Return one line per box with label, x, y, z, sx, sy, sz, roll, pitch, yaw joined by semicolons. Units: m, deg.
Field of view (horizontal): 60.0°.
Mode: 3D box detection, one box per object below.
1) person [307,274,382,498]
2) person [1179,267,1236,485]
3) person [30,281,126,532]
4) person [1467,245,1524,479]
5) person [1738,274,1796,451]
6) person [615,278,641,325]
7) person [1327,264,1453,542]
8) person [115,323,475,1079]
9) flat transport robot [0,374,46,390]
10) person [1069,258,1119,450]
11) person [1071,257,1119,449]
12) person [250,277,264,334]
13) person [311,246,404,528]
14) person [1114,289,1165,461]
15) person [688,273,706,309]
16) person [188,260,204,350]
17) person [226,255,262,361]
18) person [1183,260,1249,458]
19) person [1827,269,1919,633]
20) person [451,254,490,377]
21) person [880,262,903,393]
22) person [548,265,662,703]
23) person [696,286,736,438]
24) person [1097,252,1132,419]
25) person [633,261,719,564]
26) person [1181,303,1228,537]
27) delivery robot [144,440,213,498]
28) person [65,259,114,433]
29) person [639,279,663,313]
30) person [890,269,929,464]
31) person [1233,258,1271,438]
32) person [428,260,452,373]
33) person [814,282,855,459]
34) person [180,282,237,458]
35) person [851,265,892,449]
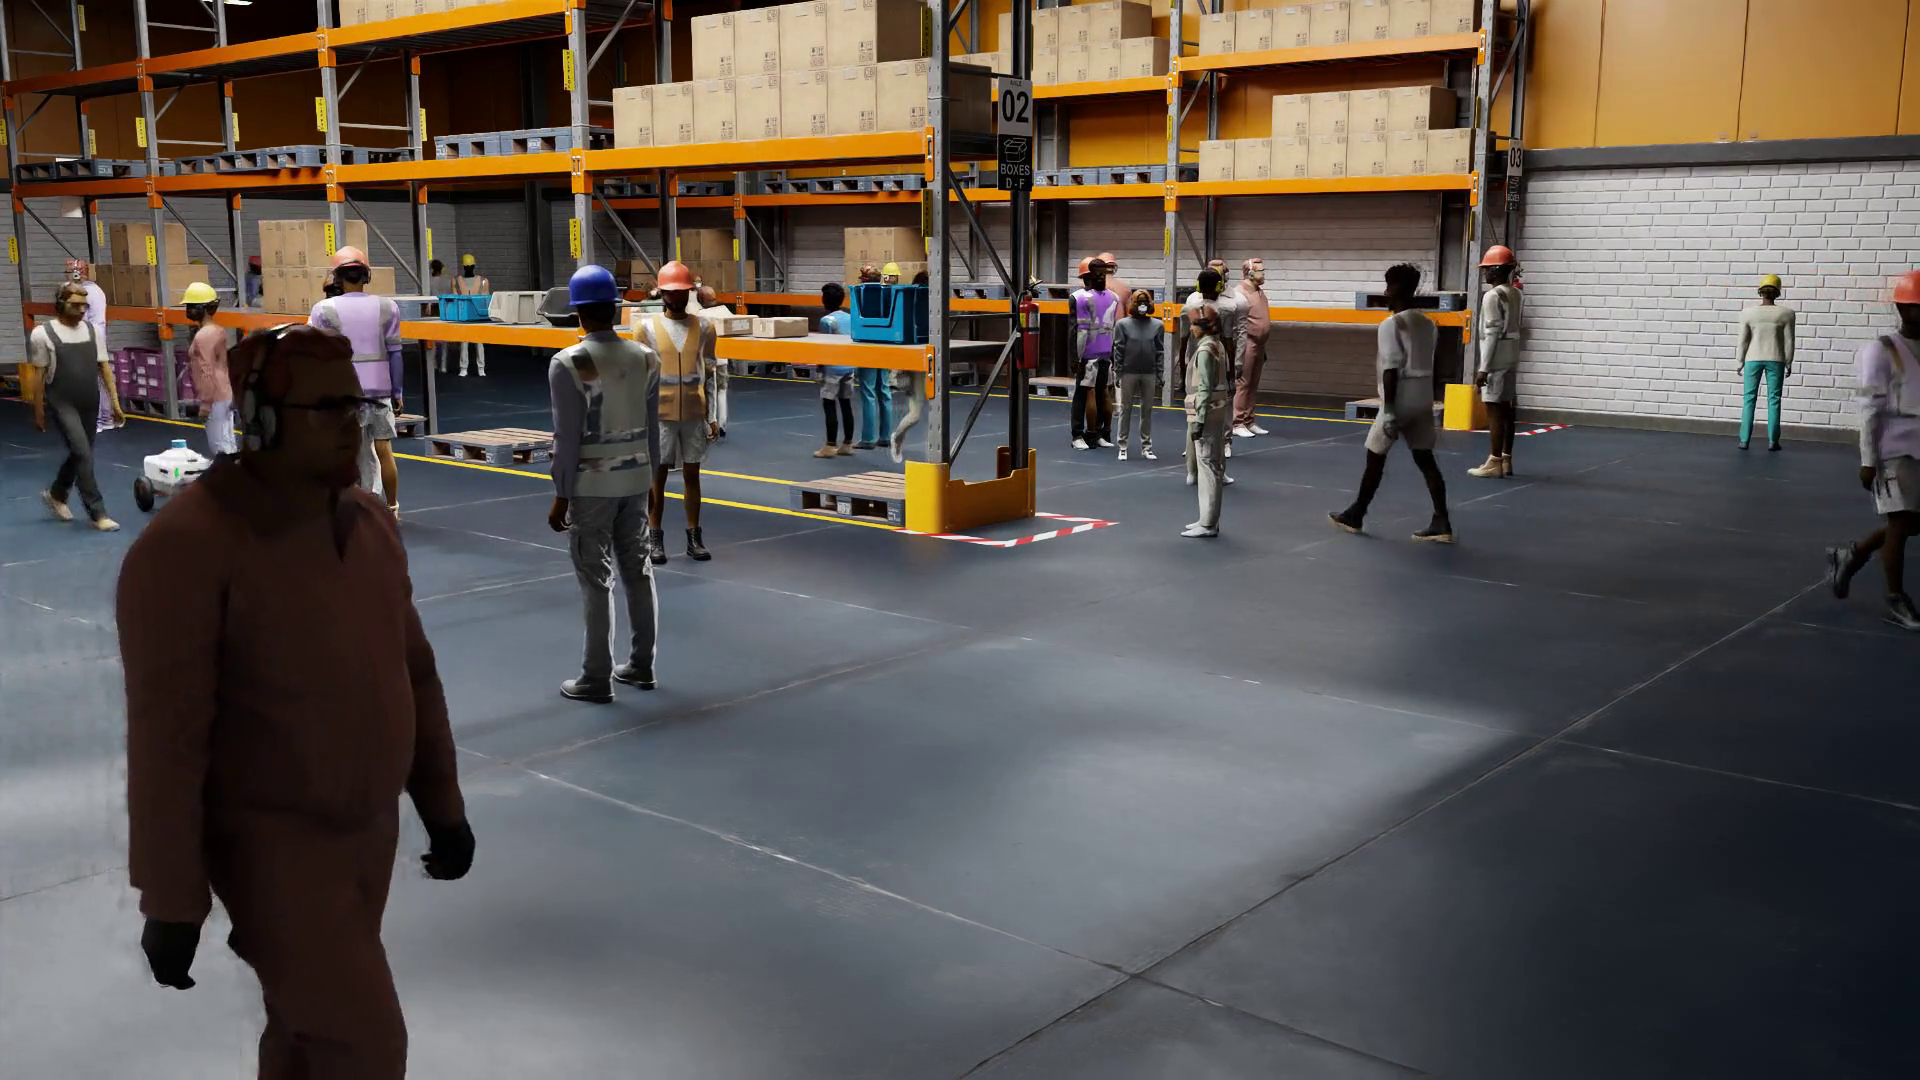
person;-4.476;-1.014;12.125;0.626;1.844;0.429;1;10;3
person;2.115;-1.386;14.192;0.514;1.861;0.329;5;11;25
person;-6.444;-0.971;12.027;0.937;1.802;0.522;6;12;32
person;4.713;-1.562;14.668;0.397;2.043;0.610;8;13;40
person;8.059;-1.772;16.655;0.522;1.769;0.311;5;11;27
person;-4.111;-2.338;20.166;0.538;1.652;0.809;-2;10;-13
person;3.061;-0.953;11.563;0.622;1.910;1.005;-8;13;-37
person;-1.101;0.553;3.055;0.689;1.883;0.680;2;10;13
flat transport robot;-12.902;-2.200;23.345;1.431;0.197;0.652;9;13;40
person;1.341;-1.873;16.796;0.597;1.916;0.372;-6;12;-32
person;1.336;-1.881;16.814;0.542;1.927;0.374;-9;13;-41
person;-8.971;-2.617;21.672;0.490;1.696;0.885;-9;14;-43
person;-4.249;-1.048;11.771;0.605;2.034;0.387;-6;12;-32
person;1.713;-1.572;15.888;0.498;1.634;0.280;-2;10;-9
person;-4.079;-3.320;25.842;0.507;1.632;0.265;-8;13;-38
person;-12.730;-3.767;27.827;0.597;1.828;0.403;6;12;33
person;-11.728;-3.736;27.442;0.681;1.902;0.595;-10;14;-43
person;2.446;-1.743;16.081;0.642;1.912;0.410;4;11;21
person;5.032;-0.494;8.970;0.546;1.920;0.744;-3;10;-17
person;-7.702;-3.531;26.207;0.587;1.928;0.381;-2;10;-12
person;-0.969;-2.961;23.269;0.403;1.825;0.587;5;11;25
person;-1.588;-0.247;7.453;0.382;1.944;0.614;7;12;35
person;-2.650;-1.872;17.617;0.546;1.624;0.425;-3;11;-19
person;1.752;-2.422;19.773;0.635;1.974;0.460;-3;10;-16
person;-1.816;-0.816;10.715;0.543;1.939;0.371;-4;11;-20
person;1.728;-0.835;11.681;0.309;1.640;0.511;3;10;16
delivery robot;-5.961;-0.524;12.726;0.477;0.478;0.707;-9;14;-43
person;-9.584;-2.114;18.237;0.400;1.902;0.647;-1;10;-6
person;-4.234;-2.854;23.327;0.514;1.593;0.850;-1;10;-4
person;-0.365;-1.505;14.925;0.524;1.843;0.700;-6;12;-32
person;3.137;-2.067;17.921;0.409;1.912;0.649;7;12;34
person;-8.540;-3.650;27.172;0.531;1.818;0.957;-5;11;-27
person;-1.204;-1.631;16.055;0.324;1.698;0.541;6;12;30
person;-5.608;-1.035;12.452;0.331;1.768;0.526;-2;10;-12
person;-0.872;-1.835;16.768;0.386;1.849;0.567;9;13;42
